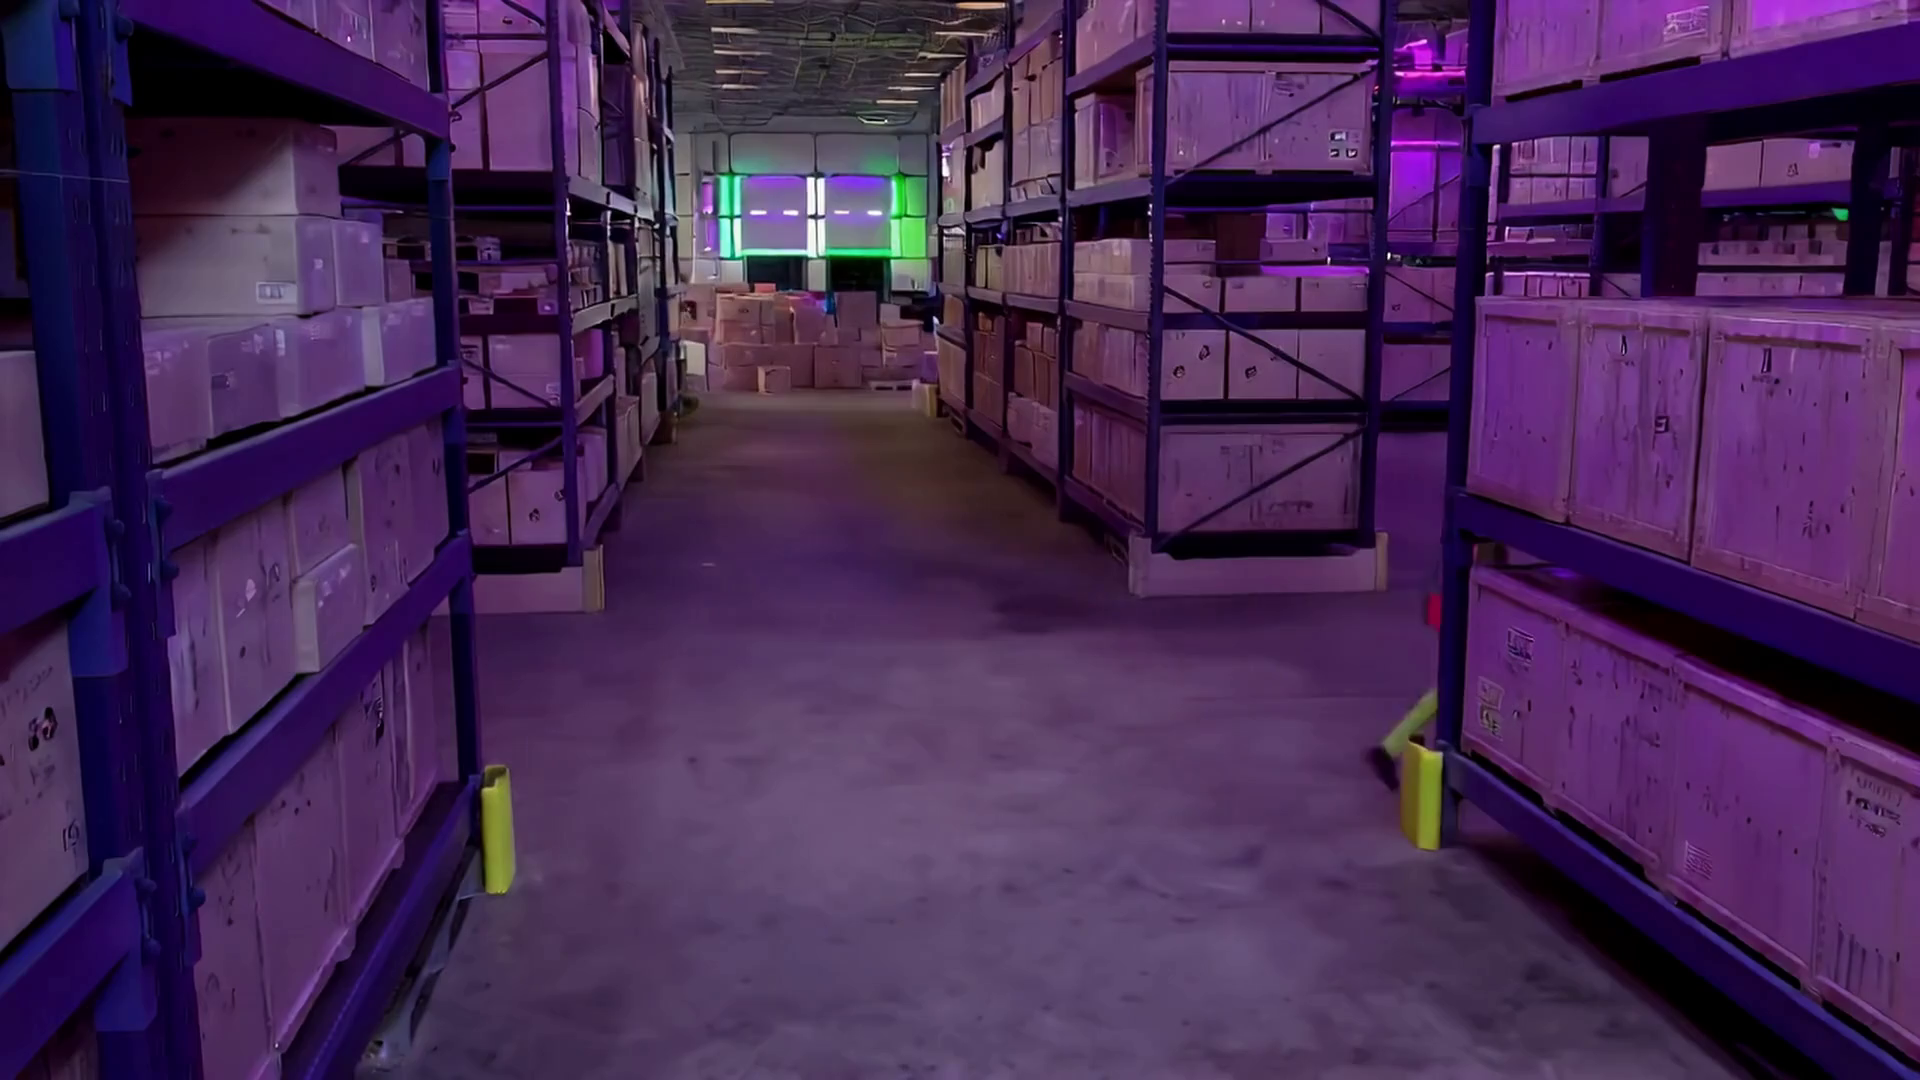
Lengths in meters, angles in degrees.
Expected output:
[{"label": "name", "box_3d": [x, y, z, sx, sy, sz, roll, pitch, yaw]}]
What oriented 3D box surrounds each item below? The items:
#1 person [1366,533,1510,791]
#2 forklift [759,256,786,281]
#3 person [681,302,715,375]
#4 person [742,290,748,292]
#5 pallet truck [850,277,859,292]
[{"label": "person", "box_3d": [2.640, 0.494, 8.808, 0.864, 1.817, 0.579, -1, 10, -7]}, {"label": "forklift", "box_3d": [-6.855, -9.006, 60.996, 1.129, 2.768, 1.873, -5, 11, -26]}, {"label": "person", "box_3d": [-6.313, -4.714, 39.208, 0.970, 1.781, 0.630, -5, 11, -27]}, {"label": "person", "box_3d": [-6.065, -6.169, 47.363, 1.004, 1.883, 0.655, 1, 10, 5]}, {"label": "pallet truck", "box_3d": [-3.782, -9.391, 65.808, 1.885, 1.965, 0.823, 2, 10, 10]}]
